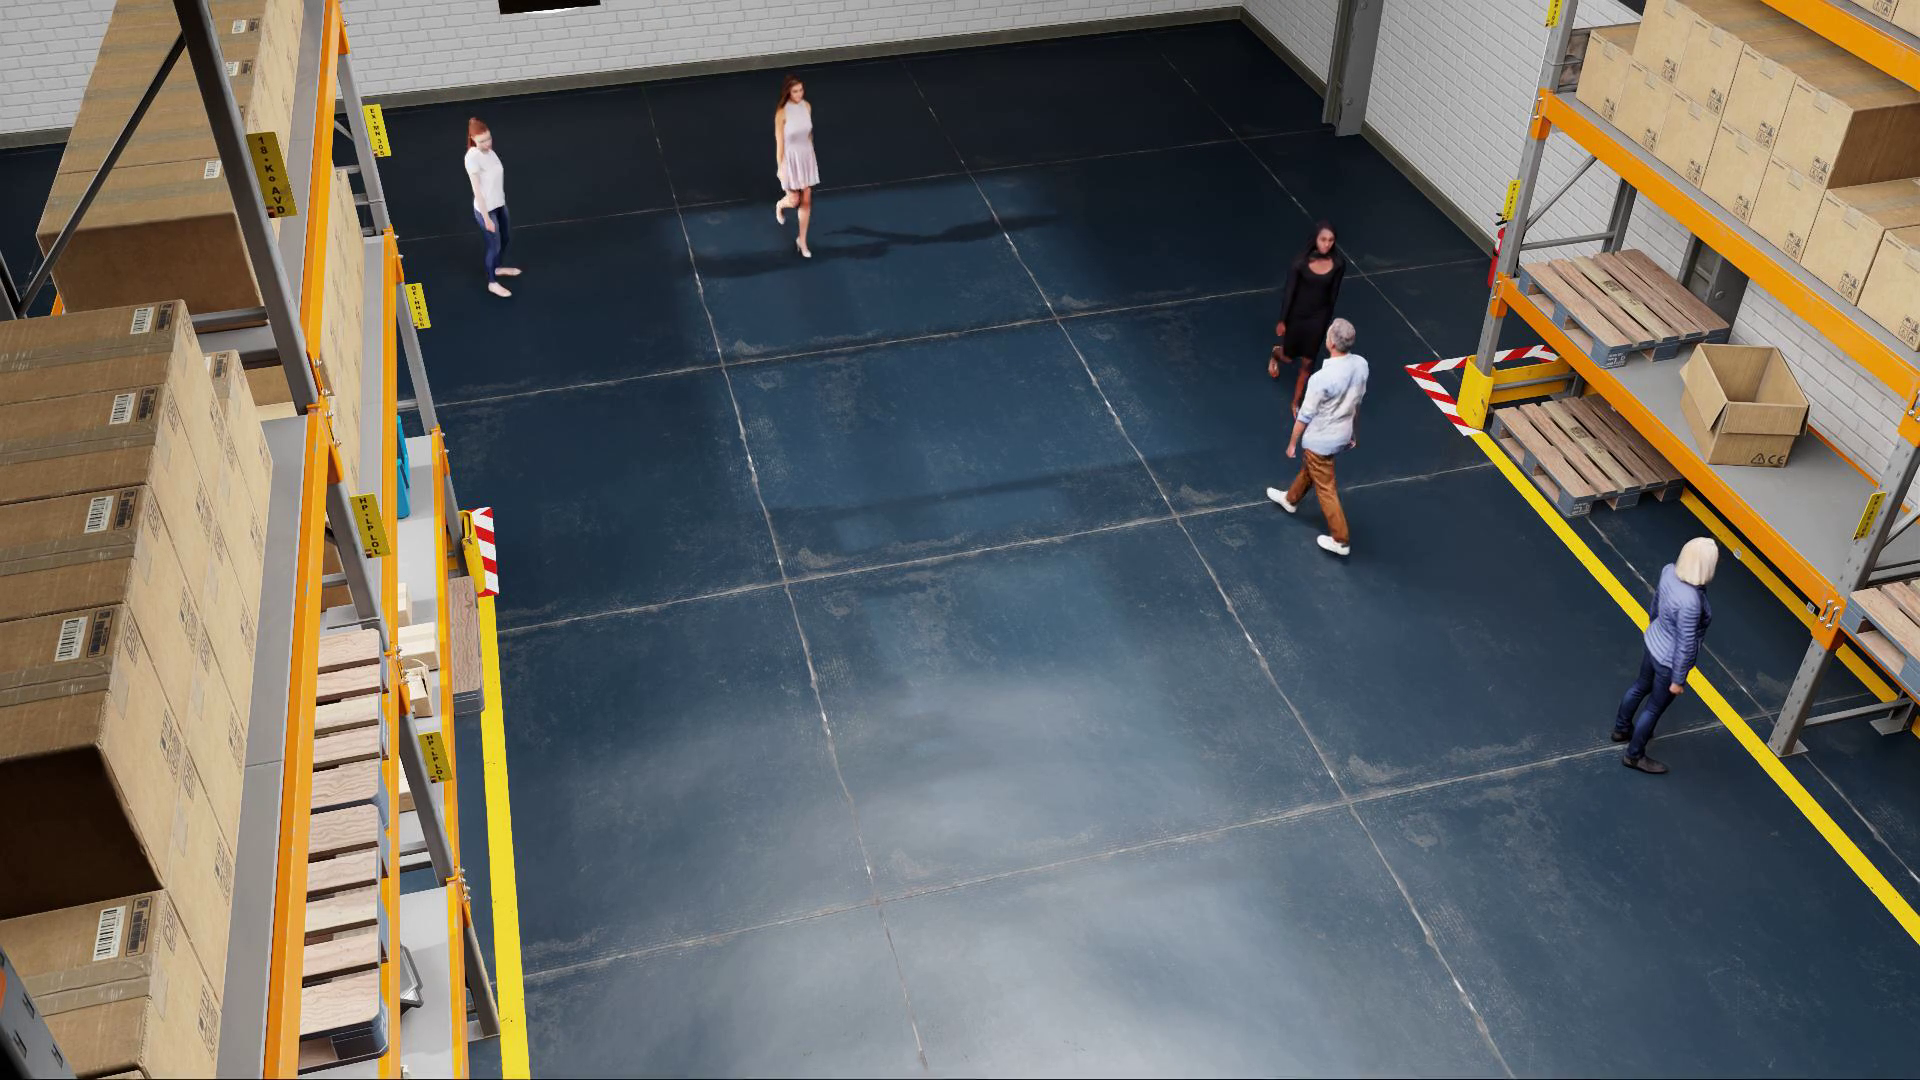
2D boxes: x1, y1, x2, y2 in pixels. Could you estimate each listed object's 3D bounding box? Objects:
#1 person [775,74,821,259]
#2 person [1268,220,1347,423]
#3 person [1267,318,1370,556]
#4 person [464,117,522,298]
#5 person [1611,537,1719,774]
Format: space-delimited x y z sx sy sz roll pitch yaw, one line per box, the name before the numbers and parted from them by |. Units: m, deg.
person | -1.555 -3.474 15.328 0.726 1.752 0.926 -23 44 -26
person | 2.747 -1.796 13.270 0.723 1.699 0.961 -3 39 -3
person | 2.658 -0.693 11.821 0.987 1.783 1.246 -25 45 -28
person | -4.197 -2.943 14.692 0.885 1.716 0.765 -1 39 -1
person | 4.309 0.675 10.139 0.768 1.745 0.586 1 39 2
